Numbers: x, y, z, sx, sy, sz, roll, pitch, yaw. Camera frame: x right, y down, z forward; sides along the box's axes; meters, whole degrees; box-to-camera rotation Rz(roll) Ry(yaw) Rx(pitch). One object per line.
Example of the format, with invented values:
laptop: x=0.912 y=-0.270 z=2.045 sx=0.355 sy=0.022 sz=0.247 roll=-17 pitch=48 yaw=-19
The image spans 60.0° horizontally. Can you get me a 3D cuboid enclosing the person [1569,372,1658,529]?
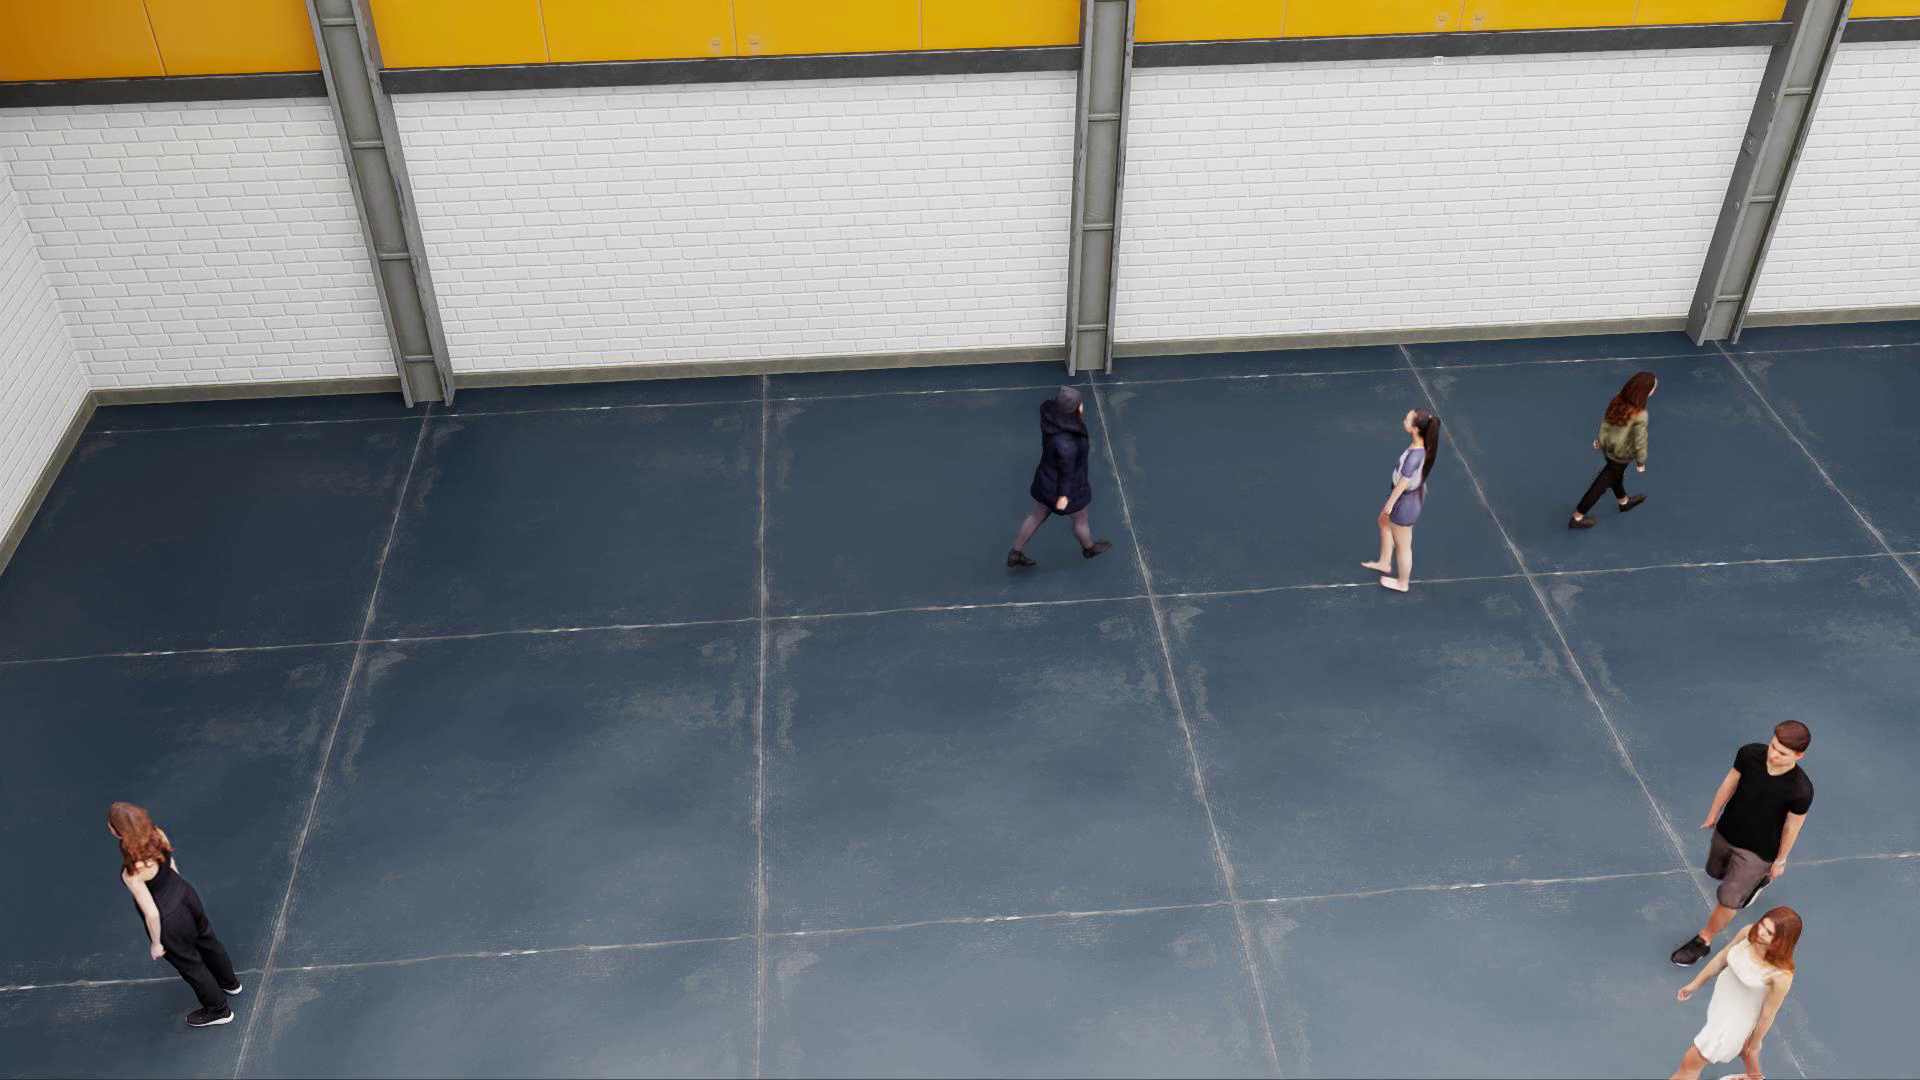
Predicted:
person: x=5.120 y=-0.682 z=13.132 sx=0.934 sy=1.448 sz=0.647 roll=-7 pitch=39 yaw=-9

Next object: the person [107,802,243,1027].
person: x=-4.446 y=2.106 z=9.402 sx=0.518 sy=1.746 sz=0.597 roll=-1 pitch=39 yaw=-1

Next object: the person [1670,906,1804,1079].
person: x=4.242 y=2.518 z=8.950 sx=1.134 sy=1.667 sz=0.604 roll=-2 pitch=39 yaw=-2

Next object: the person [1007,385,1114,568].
person: x=0.682 y=-0.422 z=12.659 sx=1.174 sy=1.632 sz=0.827 roll=-11 pitch=40 yaw=-13

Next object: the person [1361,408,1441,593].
person: x=3.430 y=-0.266 z=12.459 sx=0.807 sy=1.637 sz=0.756 roll=20 pitch=43 yaw=23

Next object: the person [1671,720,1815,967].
person: x=4.719 y=1.726 z=9.803 sx=1.203 sy=1.838 sz=0.954 roll=-19 pitch=42 yaw=-22
